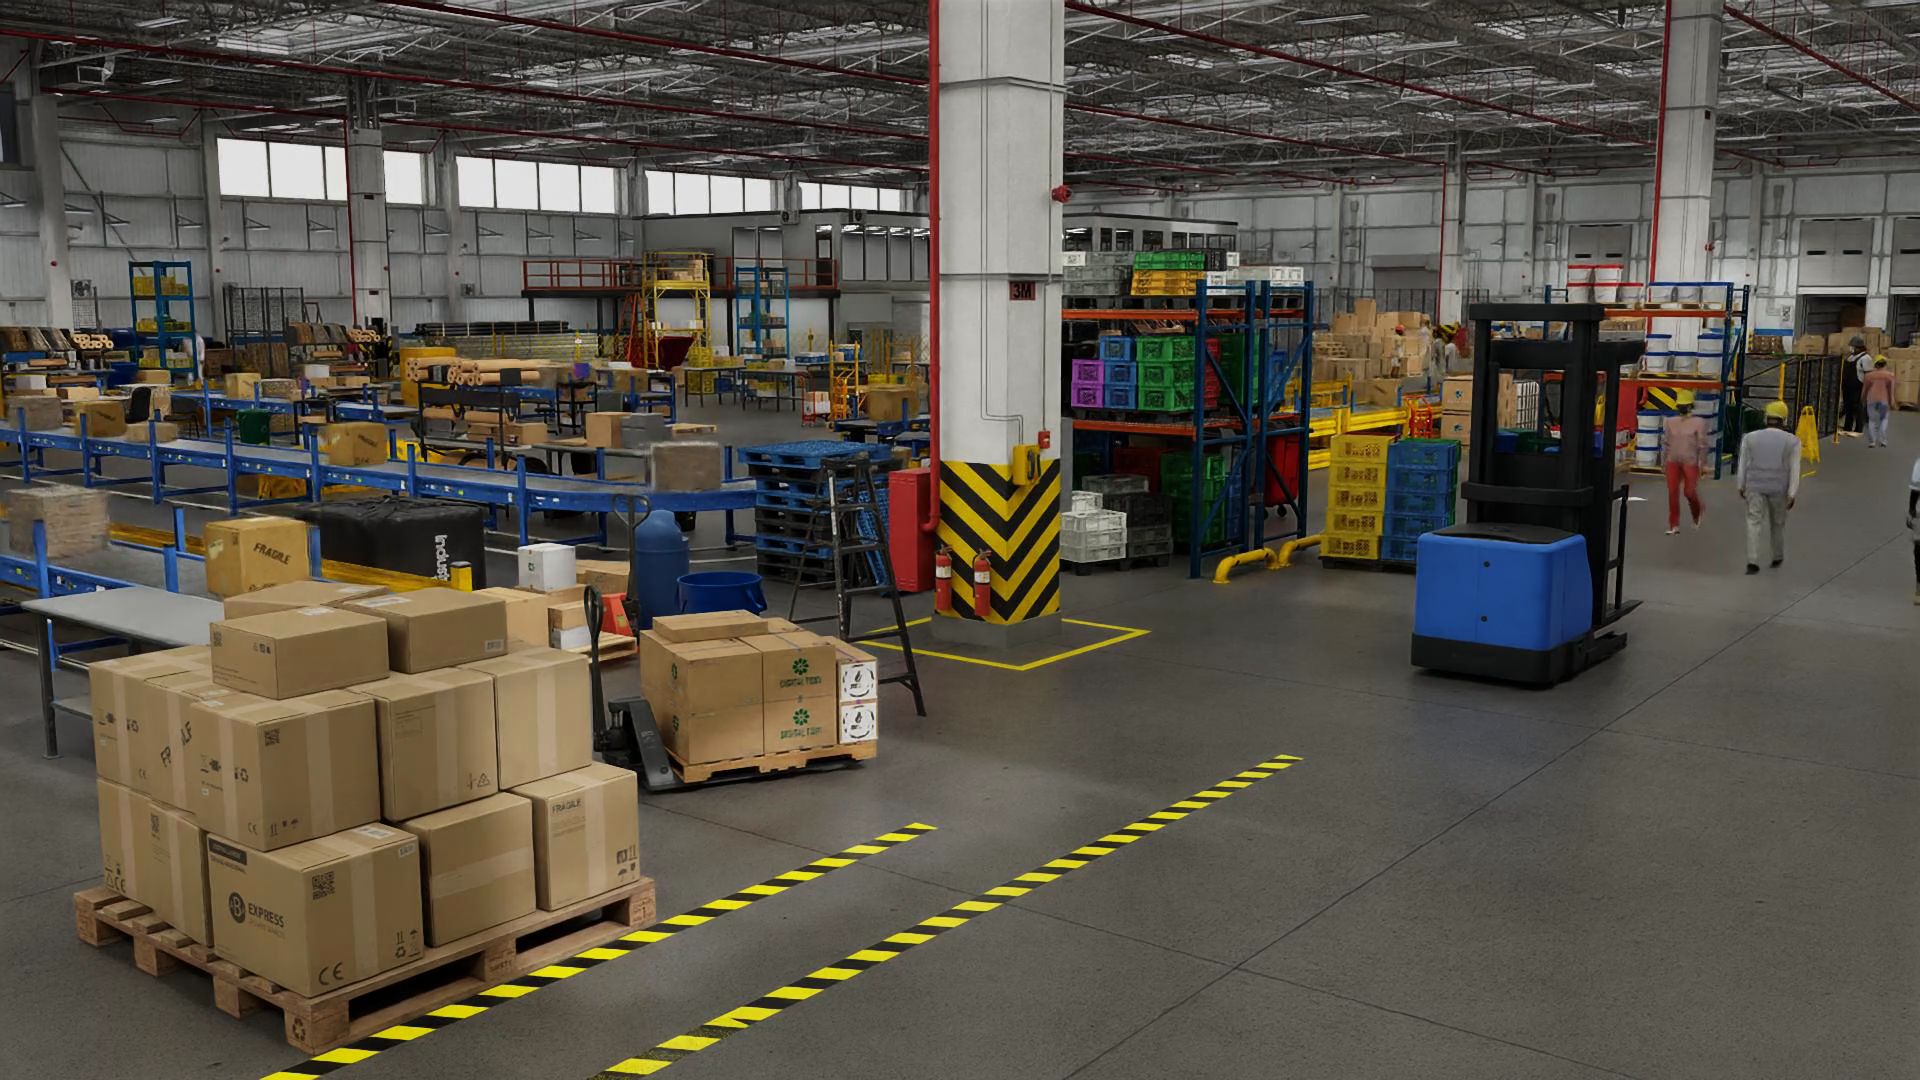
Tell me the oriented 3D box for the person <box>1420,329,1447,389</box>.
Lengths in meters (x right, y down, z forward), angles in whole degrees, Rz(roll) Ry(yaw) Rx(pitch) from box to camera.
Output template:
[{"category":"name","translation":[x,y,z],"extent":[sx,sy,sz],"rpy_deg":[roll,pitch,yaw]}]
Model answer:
[{"category":"person","translation":[14.475,-5.472,50.322],"extent":[0.937,1.835,0.538],"rpy_deg":[4,9,26]}]

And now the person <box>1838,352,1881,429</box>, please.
[{"category":"person","translation":[19.189,-3.191,35.540],"extent":[0.886,1.649,0.543],"rpy_deg":[7,11,39]}]

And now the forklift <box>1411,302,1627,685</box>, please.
[{"category":"forklift","translation":[4.379,-0.438,12.852],"extent":[1.129,2.768,1.873],"rpy_deg":[7,11,37]}]

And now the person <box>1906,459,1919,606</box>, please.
[{"category":"person","translation":[9.004,-0.203,15.269],"extent":[0.560,1.682,0.498],"rpy_deg":[5,10,31]}]

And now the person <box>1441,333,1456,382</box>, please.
[{"category":"person","translation":[13.457,-4.760,45.524],"extent":[0.535,1.838,0.926],"rpy_deg":[-6,11,-37]}]

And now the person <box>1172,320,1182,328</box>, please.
[{"category":"person","translation":[8.955,-8.158,68.239],"extent":[0.356,1.884,0.574],"rpy_deg":[-8,11,-42]}]

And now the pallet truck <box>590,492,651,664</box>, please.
[{"category":"pallet truck","translation":[-3.115,0.344,12.883],"extent":[0.653,1.274,1.630],"rpy_deg":[7,11,37]}]

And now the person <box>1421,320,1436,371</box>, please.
[{"category":"person","translation":[17.383,-7.210,61.741],"extent":[0.807,1.913,0.636],"rpy_deg":[5,10,32]}]

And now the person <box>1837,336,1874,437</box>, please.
[{"category":"person","translation":[18.034,-3.097,33.594],"extent":[0.536,2.000,0.688],"rpy_deg":[-1,8,-5]}]

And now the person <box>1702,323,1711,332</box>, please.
[{"category":"person","translation":[27.943,-7.299,62.734],"extent":[0.657,1.791,0.941],"rpy_deg":[2,9,10]}]

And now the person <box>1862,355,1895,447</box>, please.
[{"category":"person","translation":[17.279,-2.616,31.332],"extent":[0.545,1.740,0.591],"rpy_deg":[5,10,30]}]

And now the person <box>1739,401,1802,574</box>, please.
[{"category":"person","translation":[8.409,-0.551,17.298],"extent":[0.586,1.785,0.935],"rpy_deg":[5,10,30]}]

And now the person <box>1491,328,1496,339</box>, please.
[{"category":"person","translation":[13.791,-4.534,43.502],"extent":[0.444,1.984,0.645],"rpy_deg":[2,9,15]}]

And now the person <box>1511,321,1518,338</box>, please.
[{"category":"person","translation":[26.333,-9.765,78.915],"extent":[0.359,1.930,0.587],"rpy_deg":[3,9,17]}]

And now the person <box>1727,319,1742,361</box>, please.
[{"category":"person","translation":[32.211,-8.290,69.393],"extent":[0.662,1.801,0.904],"rpy_deg":[-6,10,-36]}]

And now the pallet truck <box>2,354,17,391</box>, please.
[{"category":"pallet truck","translation":[-24.881,-4.417,42.634],"extent":[1.885,1.965,0.823],"rpy_deg":[8,11,41]}]

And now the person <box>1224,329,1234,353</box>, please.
[{"category":"person","translation":[7.471,-4.927,46.177],"extent":[0.367,1.967,0.601],"rpy_deg":[1,8,4]}]

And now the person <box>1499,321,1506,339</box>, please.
[{"category":"person","translation":[22.660,-8.283,69.546],"extent":[0.299,1.745,0.483],"rpy_deg":[0,8,3]}]

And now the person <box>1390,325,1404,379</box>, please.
[{"category":"person","translation":[13.532,-5.688,51.429],"extent":[0.382,1.930,0.547],"rpy_deg":[-1,9,-8]}]

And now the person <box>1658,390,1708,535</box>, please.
[{"category":"person","translation":[8.689,-0.935,19.967],"extent":[0.449,1.752,0.534],"rpy_deg":[-8,12,-44]}]

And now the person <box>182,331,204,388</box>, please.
[{"category":"person","translation":[-23.310,-5.515,50.535],"extent":[0.671,1.855,0.997],"rpy_deg":[-1,8,-5]}]

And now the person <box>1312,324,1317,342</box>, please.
[{"category":"person","translation":[12.798,-6.927,60.198],"extent":[0.798,1.811,0.520],"rpy_deg":[2,9,15]}]

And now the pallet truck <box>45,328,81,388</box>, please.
[{"category":"pallet truck","translation":[-23.775,-4.544,43.495],"extent":[1.885,1.965,0.823],"rpy_deg":[6,10,35]}]

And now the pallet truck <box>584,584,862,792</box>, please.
[{"category":"pallet truck","translation":[-1.426,0.805,10.019],"extent":[1.601,1.201,0.680],"rpy_deg":[-4,9,-26]}]
